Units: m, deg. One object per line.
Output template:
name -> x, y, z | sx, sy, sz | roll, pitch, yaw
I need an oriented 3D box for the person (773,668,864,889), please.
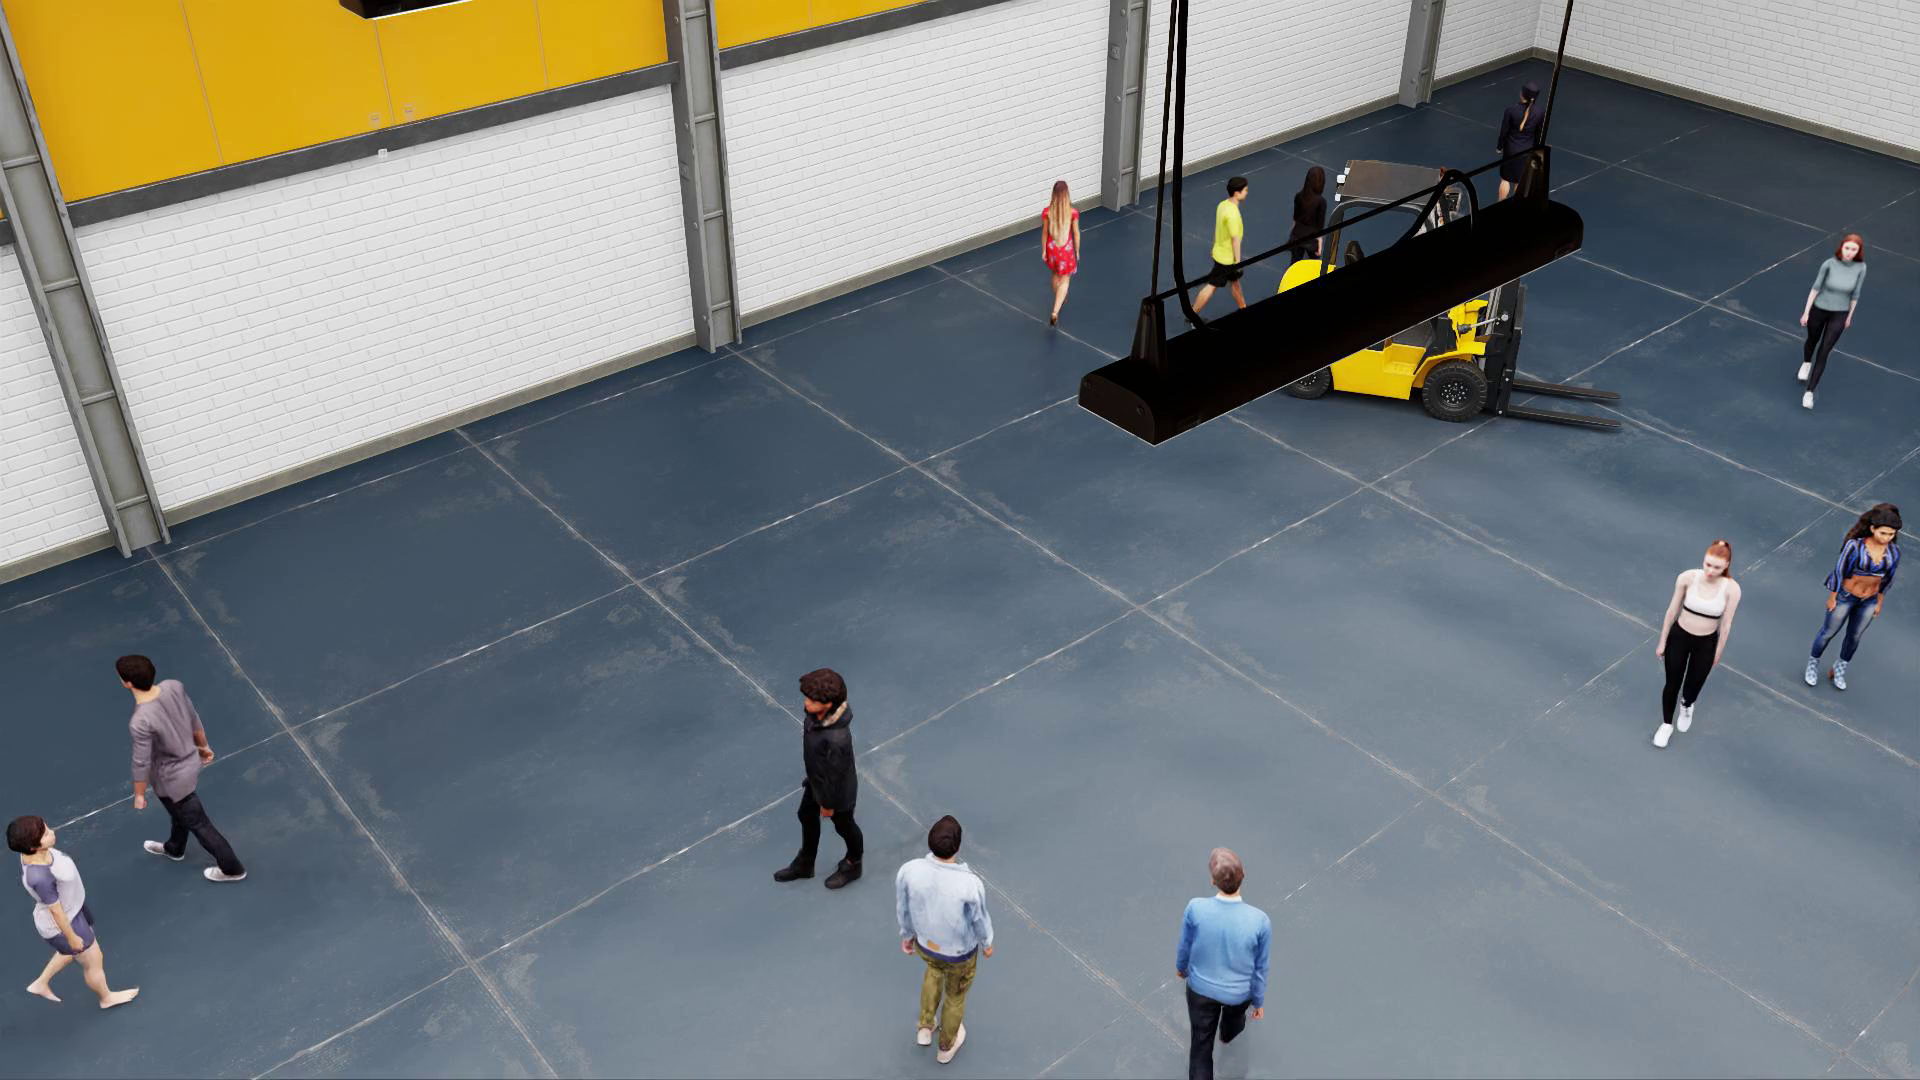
person -> -0.761, 1.527, 10.747 | 0.878, 1.761, 0.742 | -15, 37, -22

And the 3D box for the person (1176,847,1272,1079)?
person -> 1.428, 2.541, 9.230 | 1.119, 1.751, 1.287 | 10, 35, 14

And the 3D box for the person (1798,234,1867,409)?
person -> 8.584, -2.234, 16.465 | 0.957, 1.694, 1.245 | 14, 36, 20

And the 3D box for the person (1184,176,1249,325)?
person -> 2.748, -3.023, 17.683 | 1.190, 1.661, 1.042 | -2, 34, -3

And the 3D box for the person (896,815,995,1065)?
person -> -0.107, 2.349, 9.475 | 0.780, 1.800, 0.772 | 15, 36, 21

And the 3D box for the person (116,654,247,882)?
person -> -4.965, 1.506, 10.720 | 1.128, 1.825, 1.068 | 3, 34, 4

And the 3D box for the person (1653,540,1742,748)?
person -> 5.295, 0.710, 11.999 | 0.671, 1.736, 0.738 | 20, 39, 28

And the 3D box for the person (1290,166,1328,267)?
person -> 3.698, -3.211, 18.000 | 0.715, 1.622, 0.937 | 21, 39, 29

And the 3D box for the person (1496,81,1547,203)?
person -> 6.789, -4.744, 20.259 | 0.779, 1.675, 0.863 | -1, 34, -2

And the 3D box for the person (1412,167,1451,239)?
person -> 5.185, -3.312, 18.152 | 0.810, 1.622, 0.606 | -20, 39, -28

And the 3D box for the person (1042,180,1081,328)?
person -> 1.064, -3.049, 17.804 | 0.917, 1.570, 1.085 | 9, 35, 13

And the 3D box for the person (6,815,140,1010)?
person -> -5.374, 2.253, 9.847 | 0.830, 1.547, 0.646 | -17, 37, -24

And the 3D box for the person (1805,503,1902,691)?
person -> 6.743, 0.432, 12.521 | 0.694, 1.620, 0.744 | 5, 34, 7
